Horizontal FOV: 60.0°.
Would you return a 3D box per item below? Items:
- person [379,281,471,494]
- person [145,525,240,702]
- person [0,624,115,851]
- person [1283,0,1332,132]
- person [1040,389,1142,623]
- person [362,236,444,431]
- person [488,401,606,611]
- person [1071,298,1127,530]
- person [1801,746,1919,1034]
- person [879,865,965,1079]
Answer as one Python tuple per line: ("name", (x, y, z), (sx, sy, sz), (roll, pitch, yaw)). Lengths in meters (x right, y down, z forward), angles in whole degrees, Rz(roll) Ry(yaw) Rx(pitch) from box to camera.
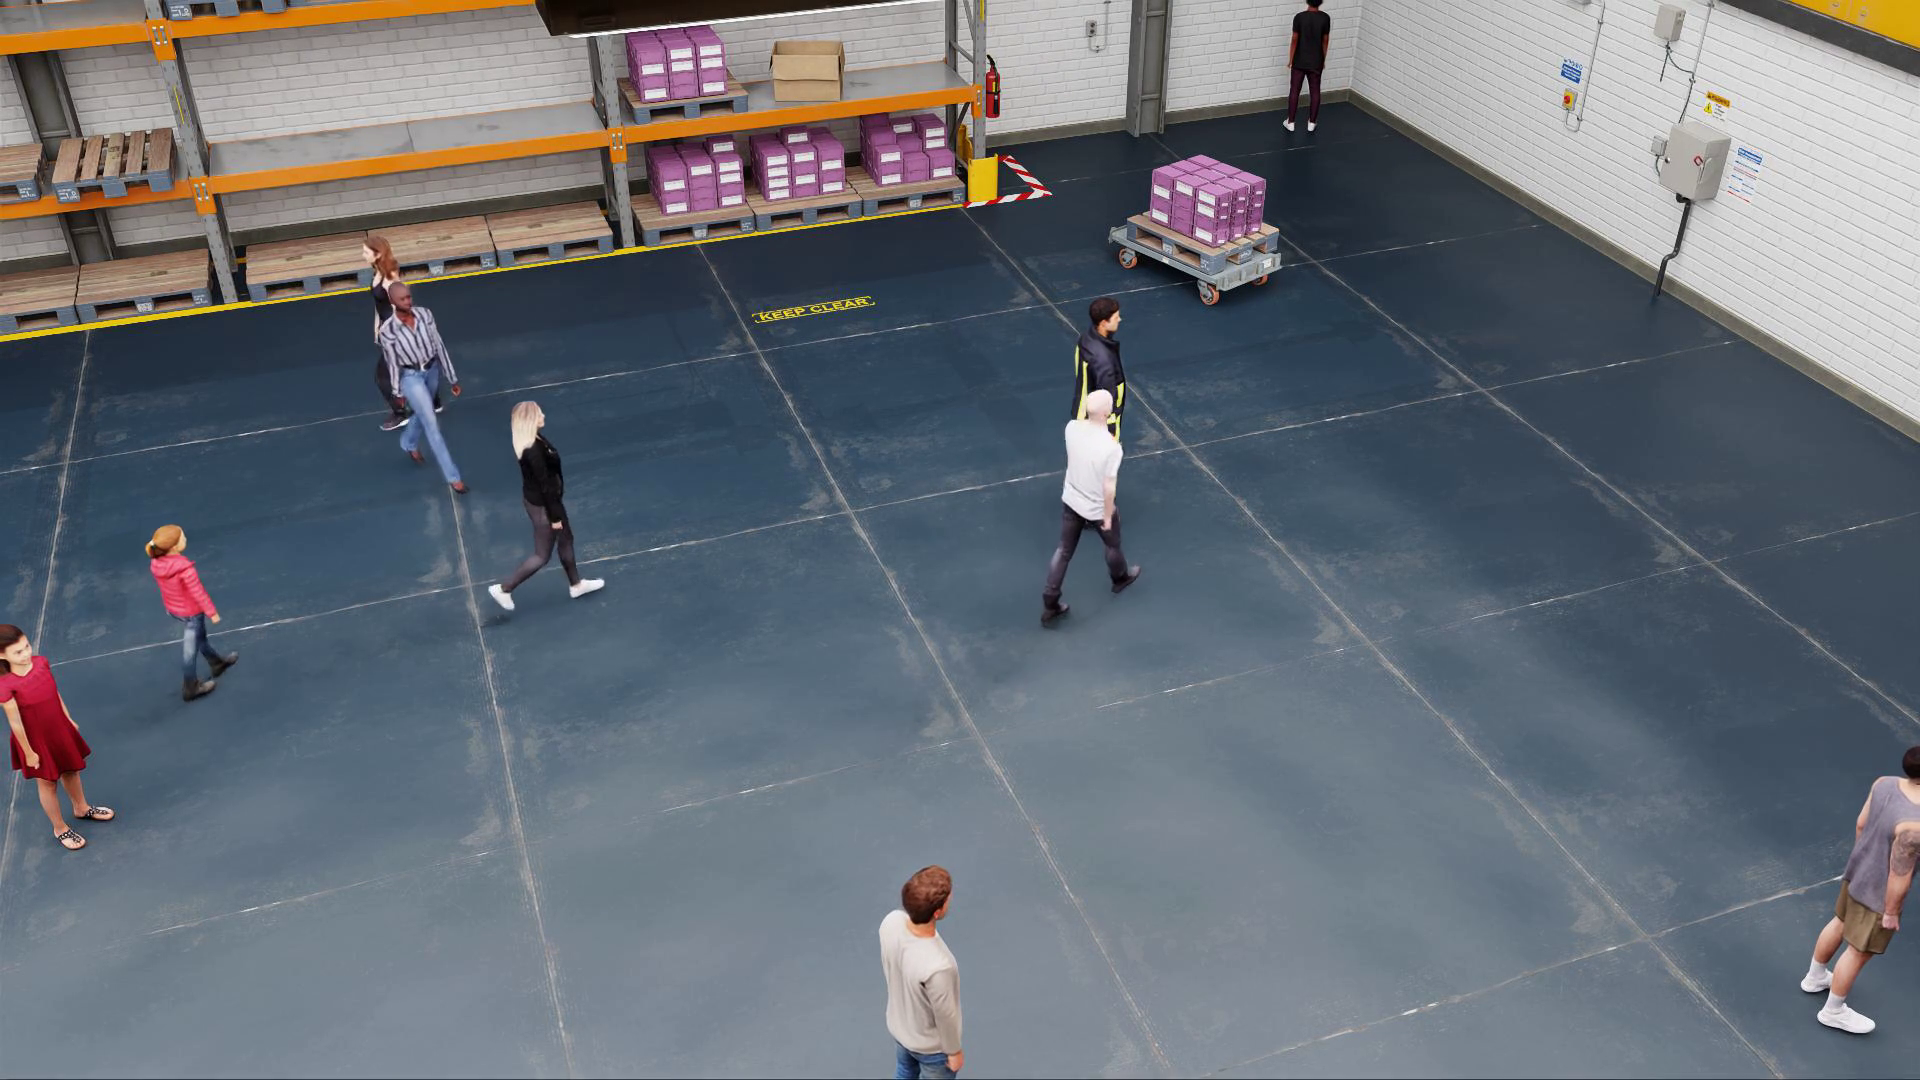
("person", (-4.399, -1.273, 13.402), (1.128, 1.744, 1.181), (21, 39, 29))
("person", (-5.237, 0.509, 11.122), (0.741, 1.299, 0.832), (21, 39, 28))
("person", (-5.479, 1.140, 9.943), (0.738, 1.553, 0.679), (9, 35, 13))
("person", (4.255, -5.901, 20.325), (0.648, 1.786, 0.761), (1, 34, 2))
("person", (0.842, -0.205, 11.759), (1.046, 1.784, 1.315), (29, 43, 36))
("person", (-4.712, -1.803, 14.217), (0.884, 1.723, 0.738), (-21, 39, -28))
("person", (-3.059, -0.206, 11.870), (1.097, 1.663, 0.704), (-16, 37, -23))
("person", (1.040, -0.986, 12.804), (0.729, 1.928, 0.824), (-5, 34, -8))
("person", (4.786, 1.779, 8.677), (0.729, 1.847, 0.719), (3, 34, 5))
("person", (-0.172, 2.304, 7.880), (0.685, 1.898, 0.730), (-23, 40, -30))
